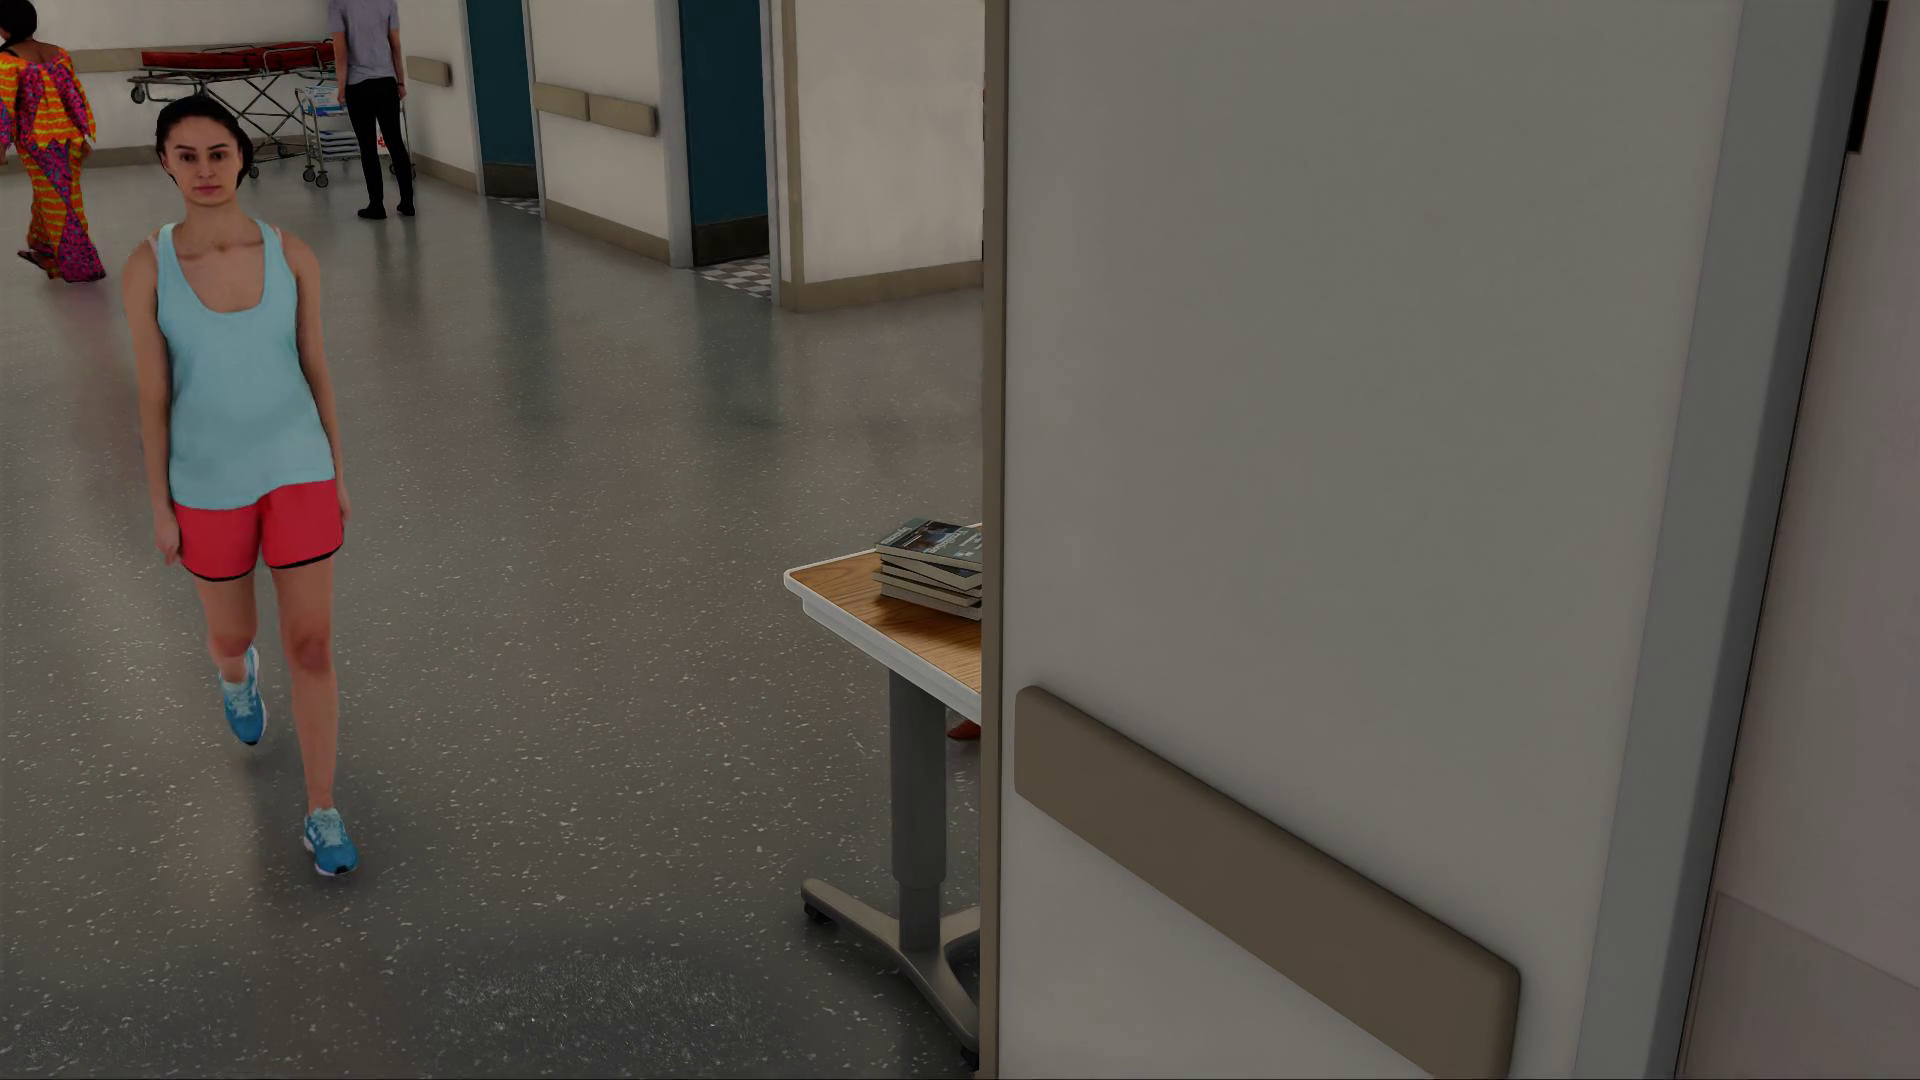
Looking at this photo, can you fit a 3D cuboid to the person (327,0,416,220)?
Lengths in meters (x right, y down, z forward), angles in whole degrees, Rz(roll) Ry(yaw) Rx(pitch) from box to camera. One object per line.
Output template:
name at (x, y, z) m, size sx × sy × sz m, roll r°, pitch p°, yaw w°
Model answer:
person at (-4.252, -3.279, 12.027) m, size 0.674 × 1.863 × 0.572 m, roll -17°, pitch 27°, yaw -38°

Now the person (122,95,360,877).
person at (-1.660, -0.127, 3.870) m, size 0.638 × 1.745 × 1.101 m, roll -12°, pitch 24°, yaw -28°

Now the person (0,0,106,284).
person at (-5.387, -2.372, 9.875) m, size 1.124 × 1.675 × 1.008 m, roll 7°, pitch 22°, yaw 17°
